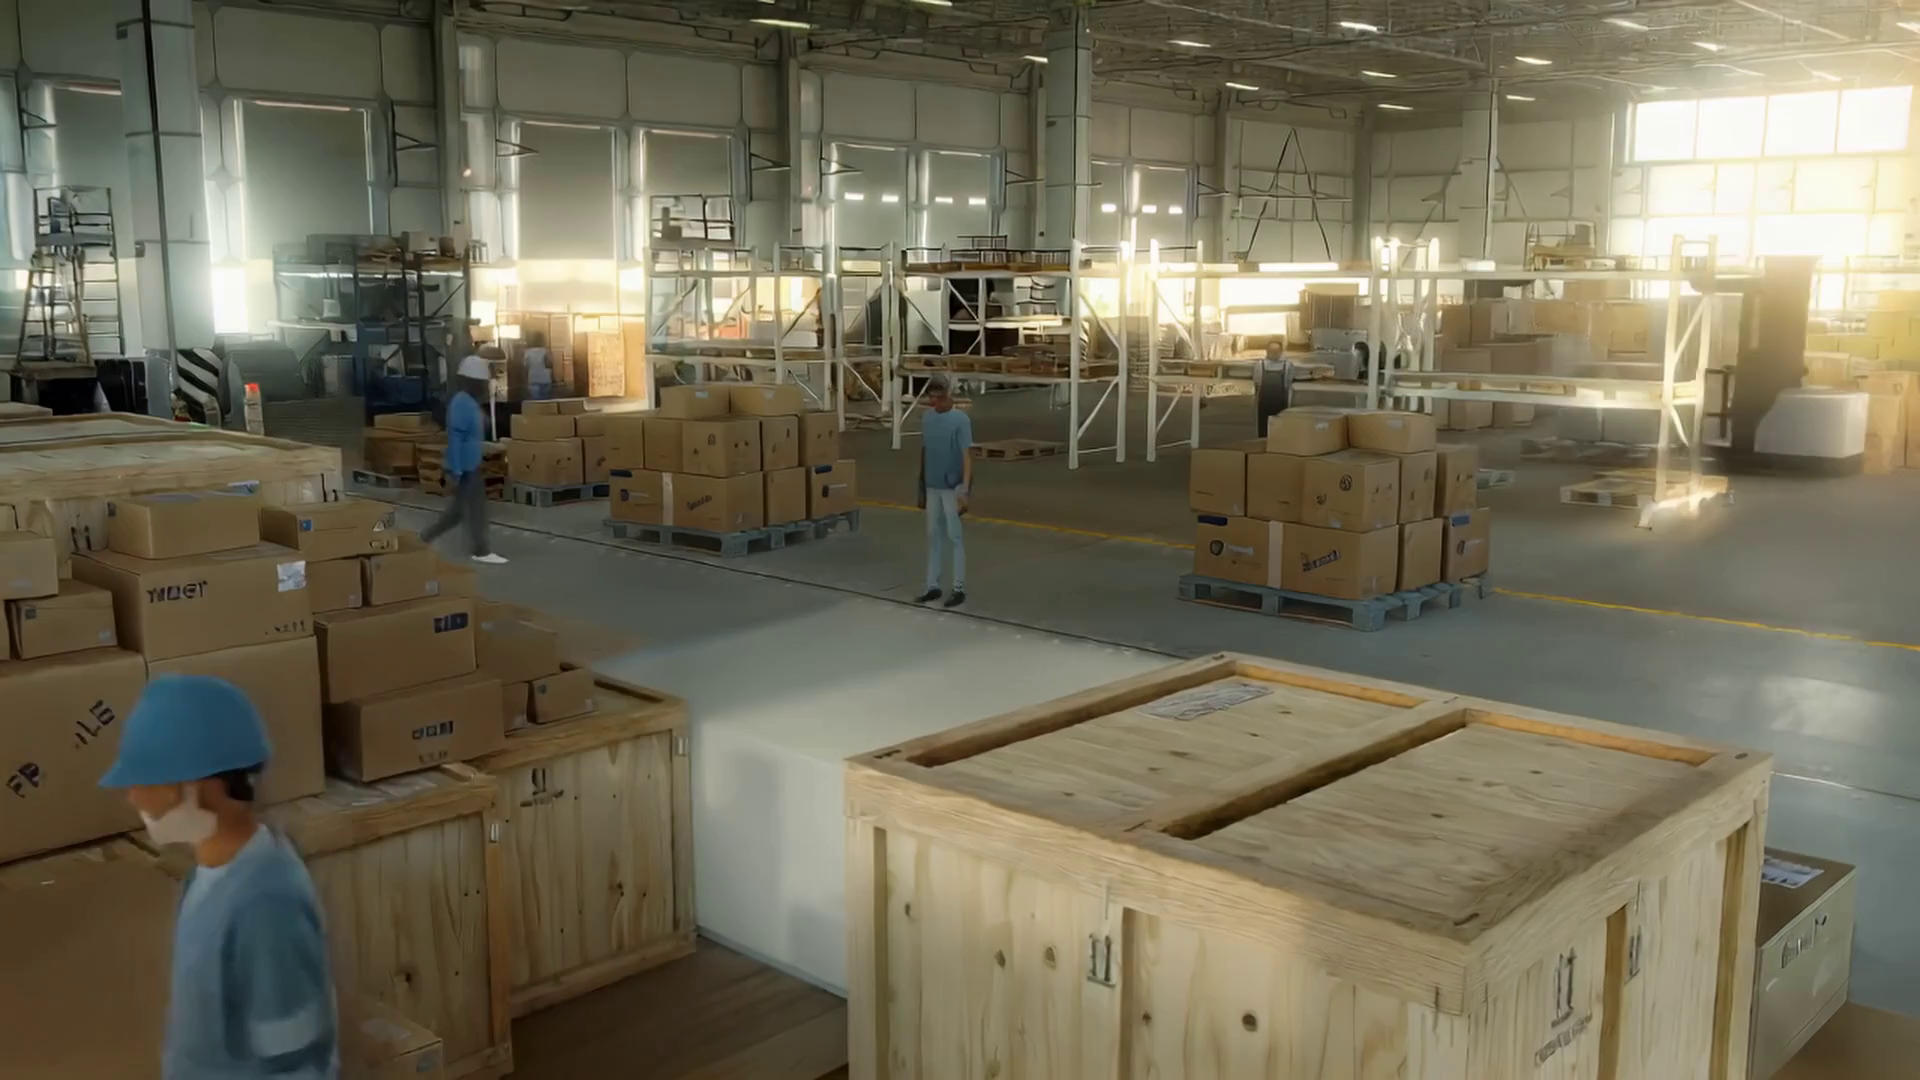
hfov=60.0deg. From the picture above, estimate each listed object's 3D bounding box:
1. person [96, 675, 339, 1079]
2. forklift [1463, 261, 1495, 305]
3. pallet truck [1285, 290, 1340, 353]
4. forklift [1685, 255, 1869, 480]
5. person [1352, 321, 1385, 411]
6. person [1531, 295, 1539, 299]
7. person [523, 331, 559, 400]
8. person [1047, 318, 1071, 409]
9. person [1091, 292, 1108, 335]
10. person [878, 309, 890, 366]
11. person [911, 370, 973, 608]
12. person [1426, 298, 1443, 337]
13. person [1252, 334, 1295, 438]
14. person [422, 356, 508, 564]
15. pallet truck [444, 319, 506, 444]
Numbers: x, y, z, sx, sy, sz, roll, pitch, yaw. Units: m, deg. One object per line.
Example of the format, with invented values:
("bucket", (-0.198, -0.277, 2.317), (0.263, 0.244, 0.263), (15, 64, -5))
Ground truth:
("person", (-1.336, 1.177, 3.337), (0.920, 1.906, 0.556), (-5, 11, -30))
("forklift", (11.998, -5.079, 38.683), (1.873, 2.768, 1.129), (9, 13, 43))
("pallet truck", (11.297, -6.951, 52.861), (1.885, 1.965, 0.823), (-5, 11, -29))
("forklift", (10.581, -2.257, 21.381), (1.873, 2.768, 1.129), (9, 13, 43))
("person", (5.974, -2.245, 24.254), (0.596, 1.916, 0.372), (-3, 10, -16))
("person", (16.155, -5.951, 47.032), (0.663, 1.894, 0.966), (-5, 11, -30))
("person", (-6.850, -2.576, 27.083), (0.531, 1.659, 0.869), (3, 10, 17))
("person", (1.898, -3.344, 31.546), (0.485, 1.739, 0.319), (-2, 9, -12))
("person", (4.317, -6.701, 51.551), (0.544, 1.930, 0.388), (0, 9, 2))
("person", (-2.015, -5.351, 44.179), (0.313, 1.634, 0.515), (1, 9, 5))
("person", (-0.137, -0.400, 13.098), (0.553, 1.869, 0.335), (7, 12, 37))
("person", (11.966, -5.155, 42.098), (0.800, 1.918, 0.557), (-3, 10, -17))
("person", (3.893, -1.629, 20.700), (0.507, 1.847, 0.345), (2, 10, 14))
("person", (-4.487, -0.695, 14.822), (0.726, 1.896, 0.619), (-1, 9, -5))
("pallet truck", (-6.981, -1.942, 22.150), (1.885, 1.965, 0.823), (1, 9, 9))
